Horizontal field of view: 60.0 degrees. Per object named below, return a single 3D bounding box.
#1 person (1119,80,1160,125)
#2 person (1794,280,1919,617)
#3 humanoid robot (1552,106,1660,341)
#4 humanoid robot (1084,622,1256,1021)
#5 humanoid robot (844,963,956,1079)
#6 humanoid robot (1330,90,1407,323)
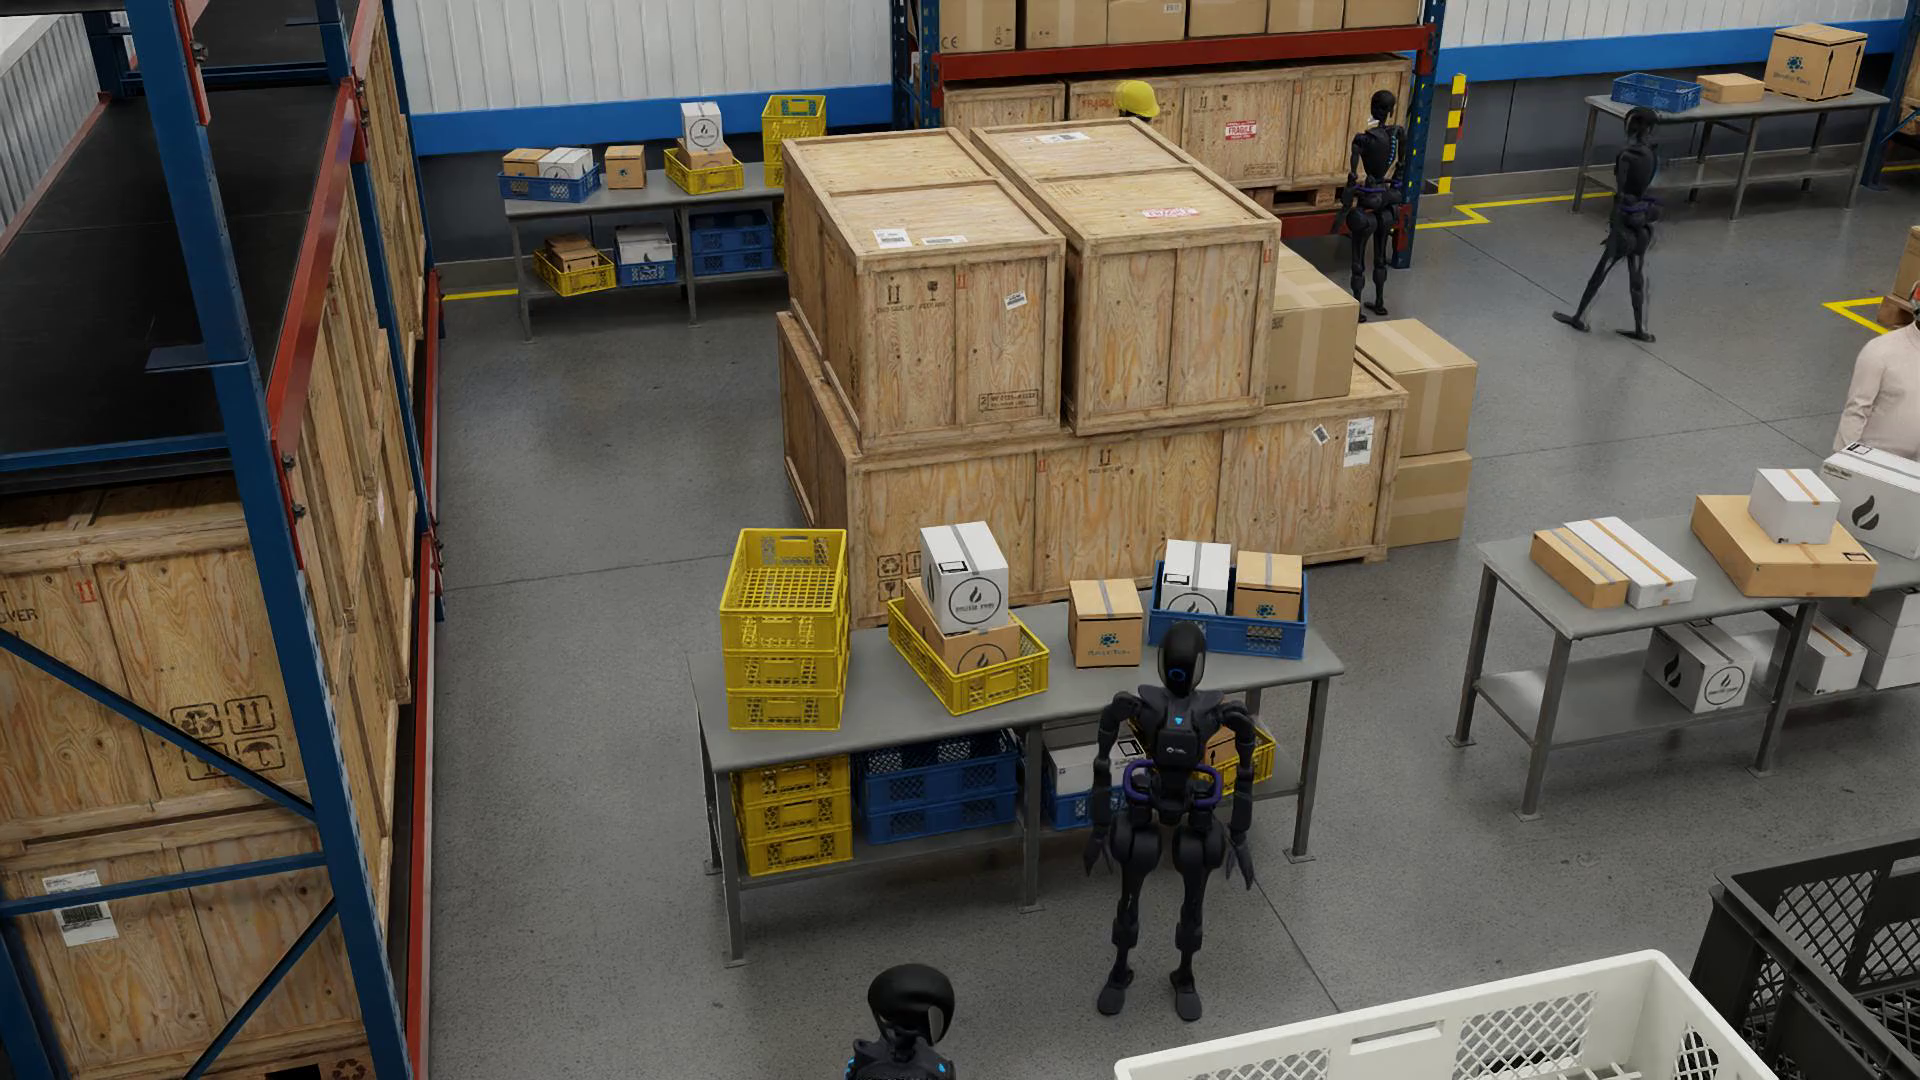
[{"bbox_3d":[1.211,-2.297,11.639,0.906,1.864,0.589,-4,29,-6],"label":"person"},{"bbox_3d":[4.508,-0.385,8.041,0.615,1.986,0.405,-6,29,-10],"label":"person"},{"bbox_3d":[4.679,-2.233,11.737,0.602,1.625,0.728,-24,37,-37],"label":"humanoid robot"},{"bbox_3d":[0.739,1.004,5.819,0.596,1.657,0.325,3,29,6],"label":"humanoid robot"},{"bbox_3d":[-0.157,1.784,4.417,0.341,1.653,0.570,2,29,3],"label":"humanoid robot"},{"bbox_3d":[2.977,-2.416,12.029,0.612,1.656,0.316,-17,33,-29],"label":"humanoid robot"}]
